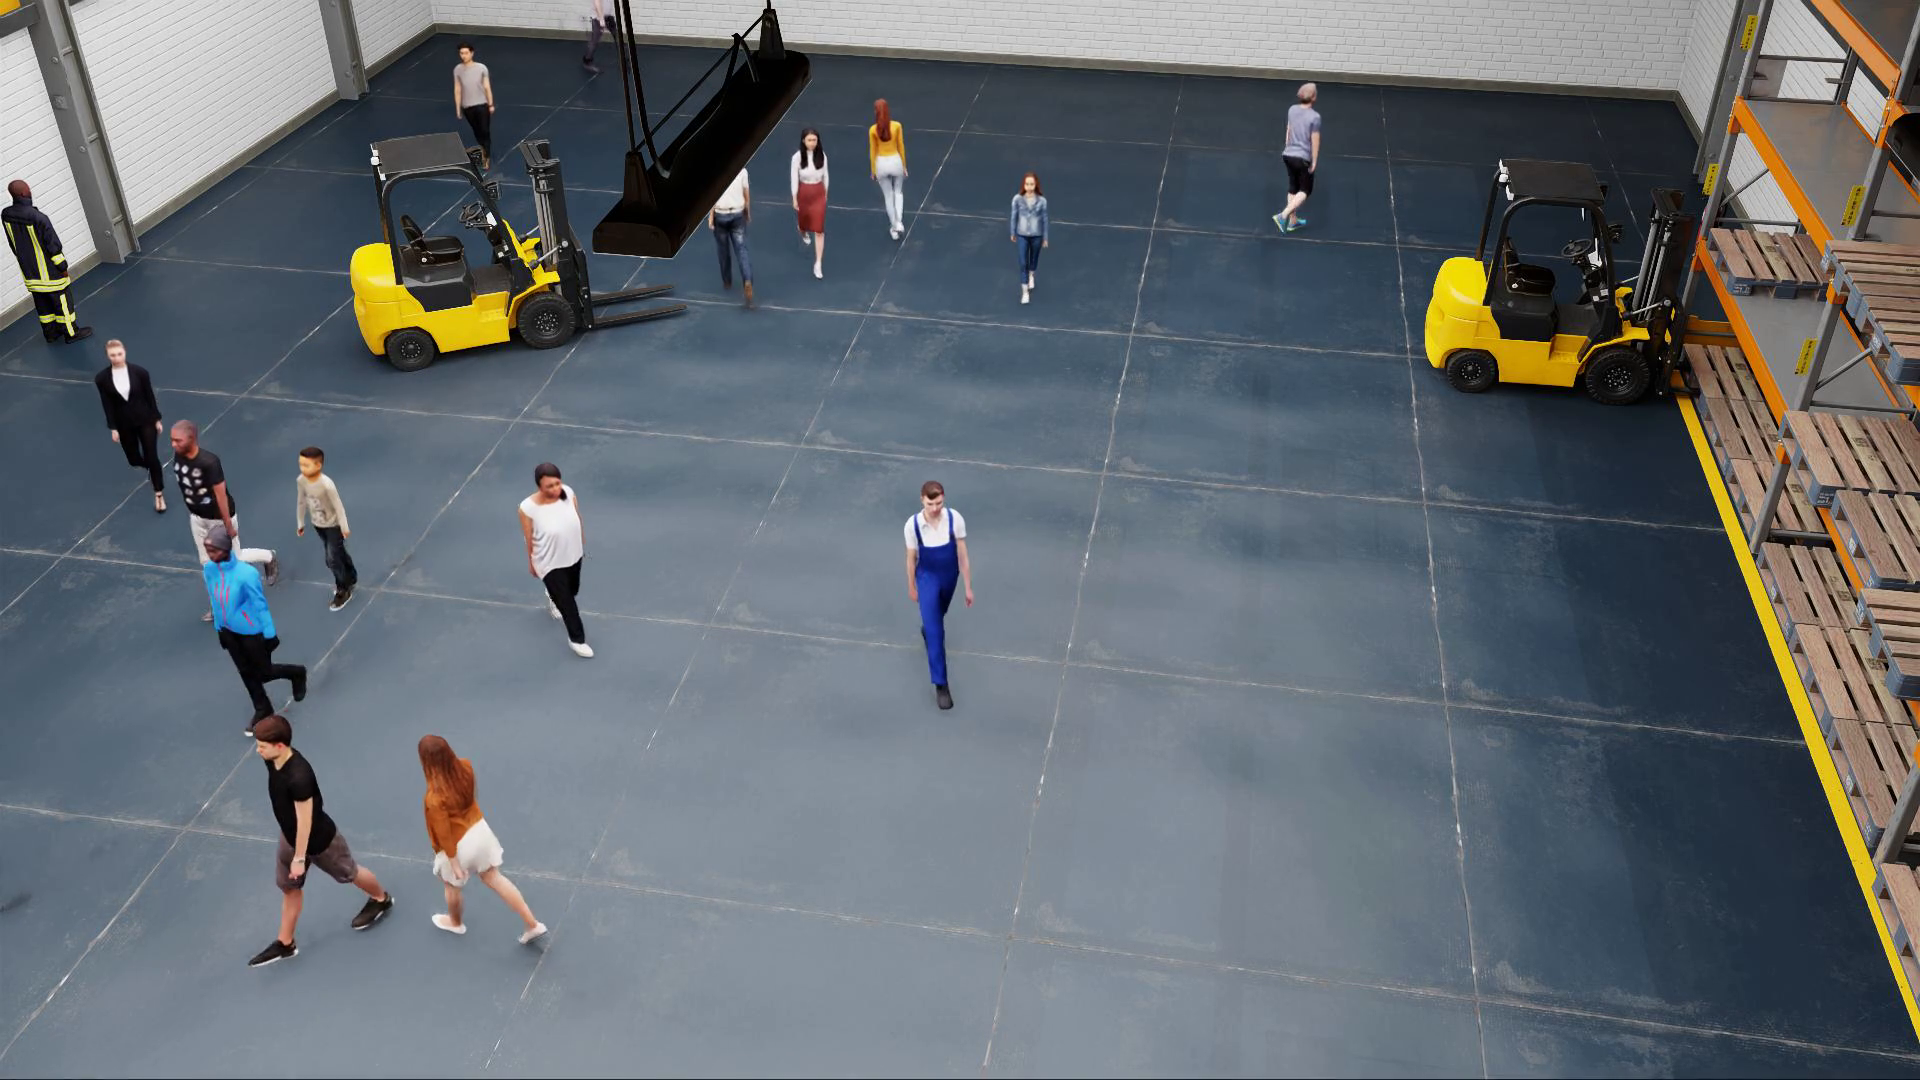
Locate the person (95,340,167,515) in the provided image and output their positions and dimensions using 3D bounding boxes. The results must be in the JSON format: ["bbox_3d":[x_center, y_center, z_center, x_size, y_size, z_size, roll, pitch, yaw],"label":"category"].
[{"bbox_3d":[-7.455,-1.062,15.045,0.870,1.695,0.975,-13,36,-19],"label":"person"}]

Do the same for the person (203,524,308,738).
[{"bbox_3d":[-5.291,0.613,12.443,0.691,1.785,0.890,11,35,16],"label":"person"}]

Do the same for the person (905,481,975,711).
[{"bbox_3d":[-0.187,0.280,12.929,1.046,1.804,1.357,-9,35,-13],"label":"person"}]

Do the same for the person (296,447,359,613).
[{"bbox_3d":[-5.234,-0.169,13.924,0.657,1.450,0.748,18,38,25],"label":"person"}]

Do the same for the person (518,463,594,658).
[{"bbox_3d":[-3.234,0.105,13.315,1.043,1.666,1.056,28,43,35],"label":"person"}]

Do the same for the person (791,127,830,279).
[{"bbox_3d":[-1.754,-3.966,19.385,0.856,1.728,1.119,-8,34,-11],"label":"person"}]

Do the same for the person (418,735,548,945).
[{"bbox_3d":[-3.061,1.935,10.539,0.862,1.692,1.076,15,36,21],"label":"person"}]

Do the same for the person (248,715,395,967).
[{"bbox_3d":[-4.048,1.842,10.570,1.050,1.813,1.286,25,41,32],"label":"person"}]

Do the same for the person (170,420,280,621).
[{"bbox_3d":[-6.080,-0.222,13.697,0.806,1.788,1.064,14,36,19],"label":"person"}]

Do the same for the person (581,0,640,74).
[{"bbox_3d":[-5.537,-8.014,25.413,0.952,1.795,1.228,10,35,15],"label":"person"}]

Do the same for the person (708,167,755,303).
[{"bbox_3d":[-2.570,-3.579,18.714,1.035,1.826,1.258,-11,35,-16],"label":"person"}]

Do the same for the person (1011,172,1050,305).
[{"bbox_3d":[0.803,-3.478,18.909,0.660,1.441,0.991,2,34,2],"label":"person"}]

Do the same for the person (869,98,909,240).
[{"bbox_3d":[-0.858,-4.433,20.085,0.711,1.730,0.727,-3,34,-5],"label":"person"}]

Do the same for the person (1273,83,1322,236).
[{"bbox_3d":[4.069,-4.595,20.201,1.064,1.872,0.985,-24,40,-31],"label":"person"}]

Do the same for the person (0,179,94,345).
[{"bbox_3d":[-9.864,-2.999,17.845,0.763,1.821,0.684,9,35,13],"label":"person"}]

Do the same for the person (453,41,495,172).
[{"bbox_3d":[-6.457,-5.832,22.237,0.768,1.679,1.142,-1,34,-2],"label":"person"}]
